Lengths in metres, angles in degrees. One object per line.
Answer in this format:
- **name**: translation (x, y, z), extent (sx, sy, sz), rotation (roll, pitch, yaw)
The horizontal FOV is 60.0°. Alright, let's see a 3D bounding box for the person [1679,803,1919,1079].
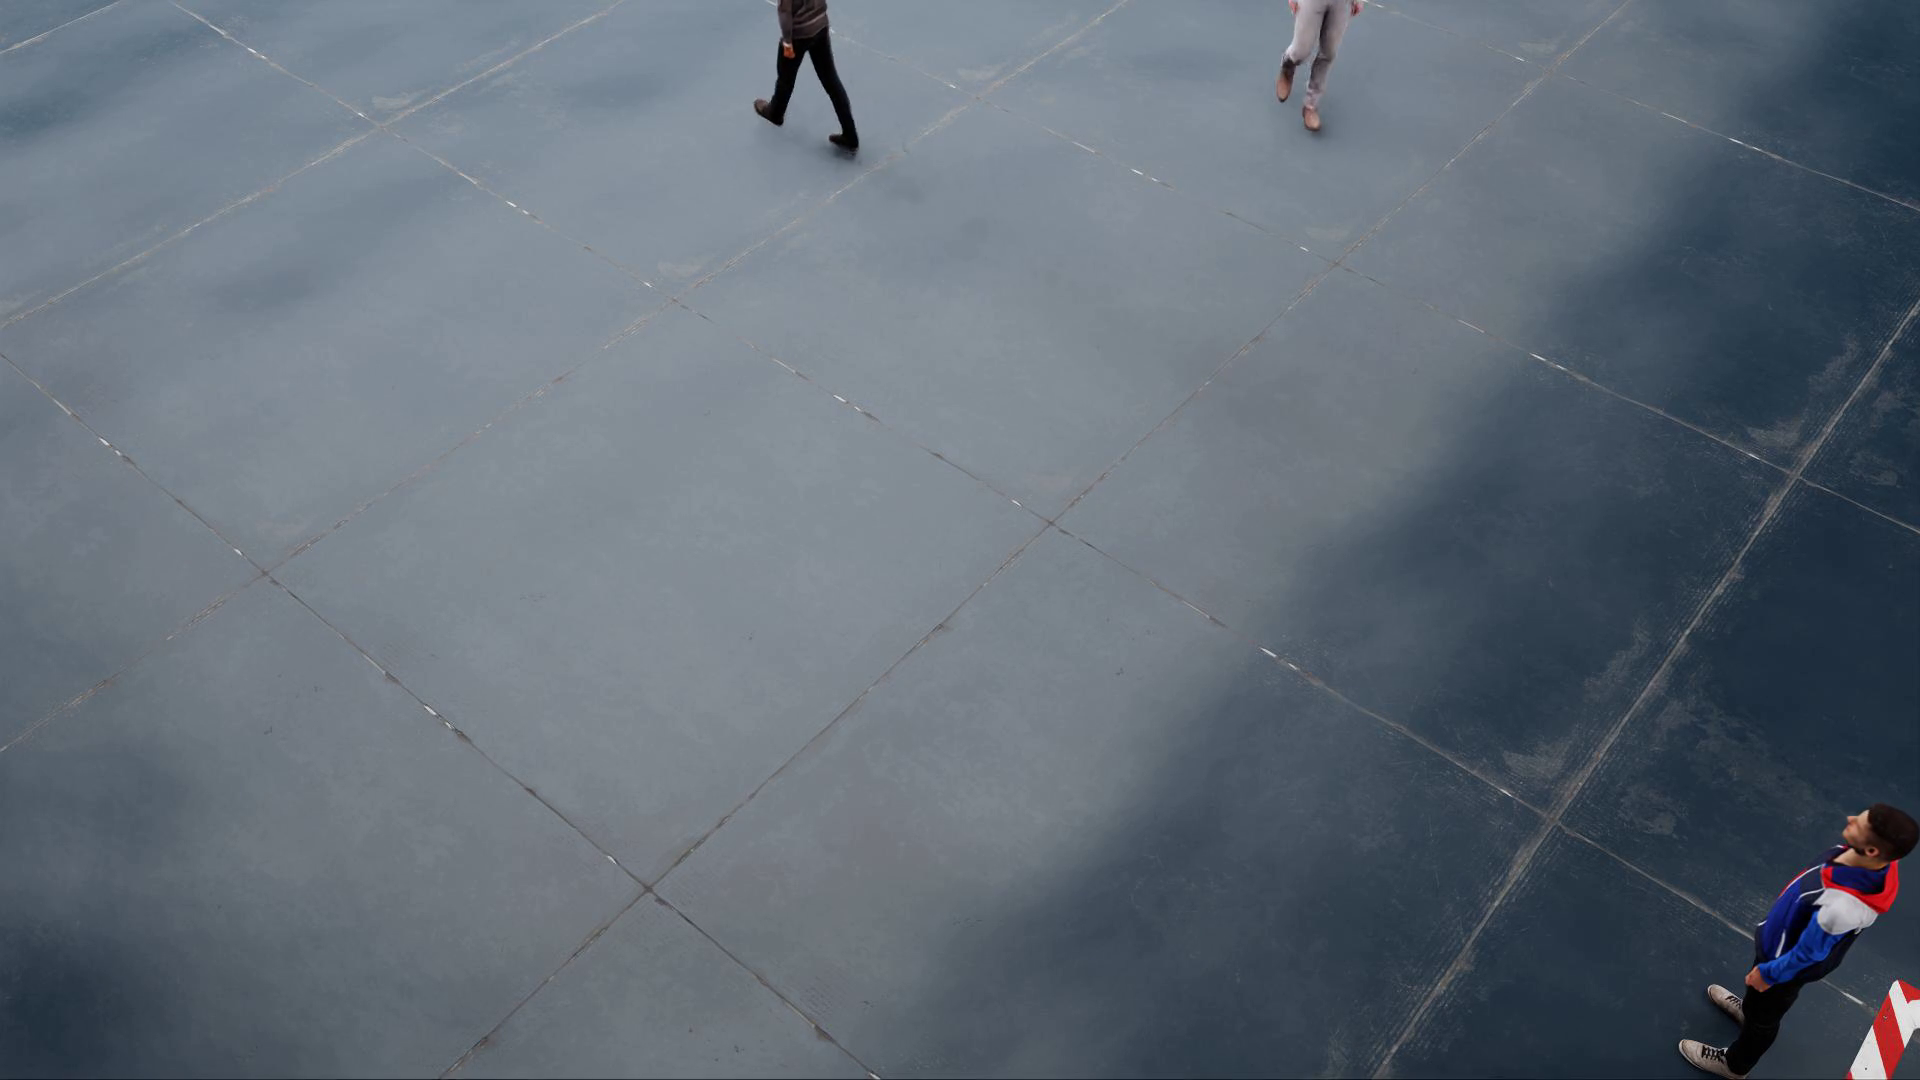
- **person**: translation (3.266, 1.553, 6.433), extent (0.526, 1.756, 0.630), rotation (32, 55, 26)

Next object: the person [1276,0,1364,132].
- **person**: translation (2.454, -3.716, 11.220), extent (0.905, 1.881, 0.967), rotation (-4, 47, -3)

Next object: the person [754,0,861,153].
- **person**: translation (-0.951, -3.334, 10.975), extent (0.693, 1.721, 1.120), rotation (32, 55, 26)
